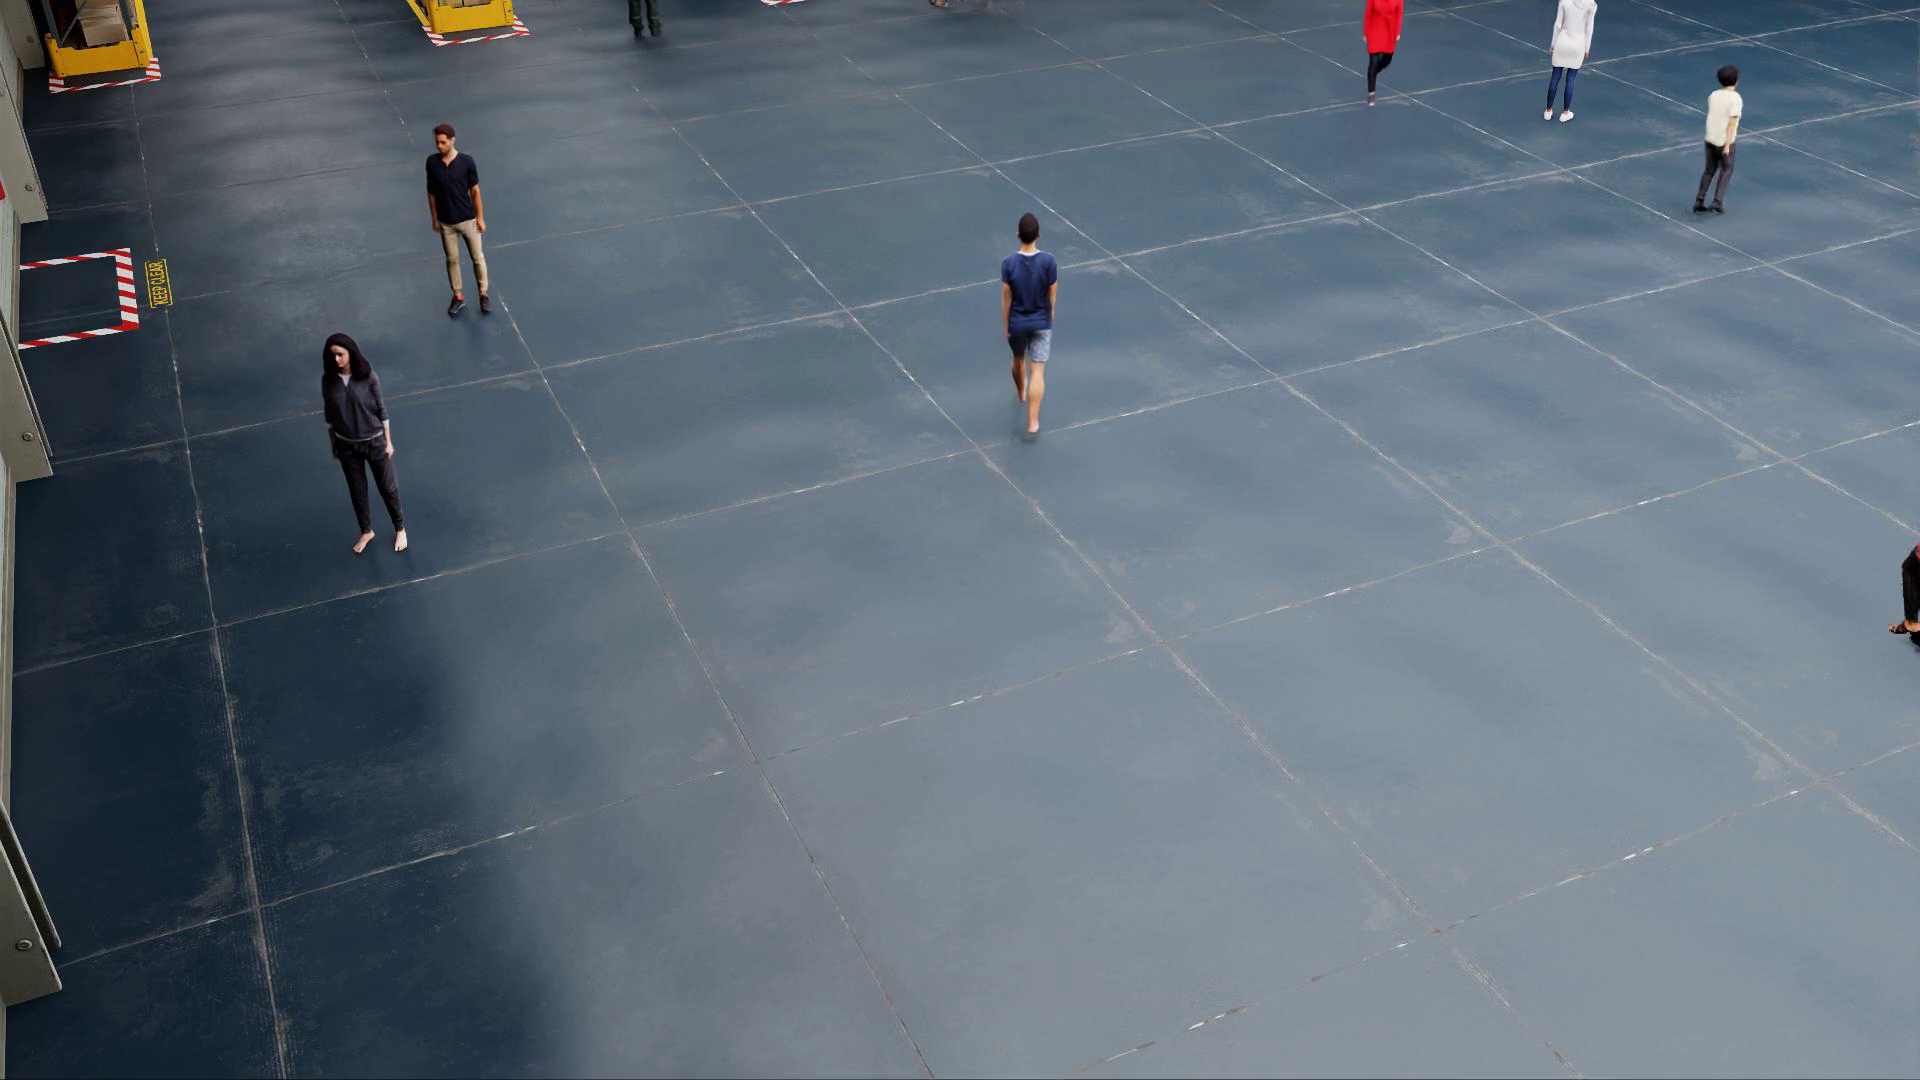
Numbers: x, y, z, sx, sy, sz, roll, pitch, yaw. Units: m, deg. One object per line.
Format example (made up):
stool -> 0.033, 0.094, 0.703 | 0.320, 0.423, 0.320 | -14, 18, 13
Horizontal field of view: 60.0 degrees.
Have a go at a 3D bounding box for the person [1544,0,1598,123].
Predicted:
person -> 7.476, -6.042, 20.398 | 0.665, 1.775, 0.761 | 17, 37, 24

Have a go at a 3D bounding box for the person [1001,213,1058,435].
person -> 0.589, -1.743, 13.764 | 1.021, 1.801, 1.271 | 2, 33, 3

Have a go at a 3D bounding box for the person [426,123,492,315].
person -> -4.747, -3.046, 15.721 | 0.703, 1.851, 0.653 | -2, 33, -4

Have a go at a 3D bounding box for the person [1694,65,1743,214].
person -> 8.134, -4.254, 17.857 | 0.696, 1.550, 0.475 | -6, 34, -10

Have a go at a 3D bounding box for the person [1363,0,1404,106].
person -> 5.309, -6.396, 20.980 | 0.843, 1.735, 0.960 | 2, 33, 4

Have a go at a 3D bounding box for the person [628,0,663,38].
person -> -4.527, -8.093, 23.438 | 0.750, 1.899, 0.691 | -3, 33, -5

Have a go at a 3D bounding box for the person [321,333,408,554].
person -> -4.395, -0.723, 12.230 | 0.661, 1.764, 0.629 | -3, 33, -4
